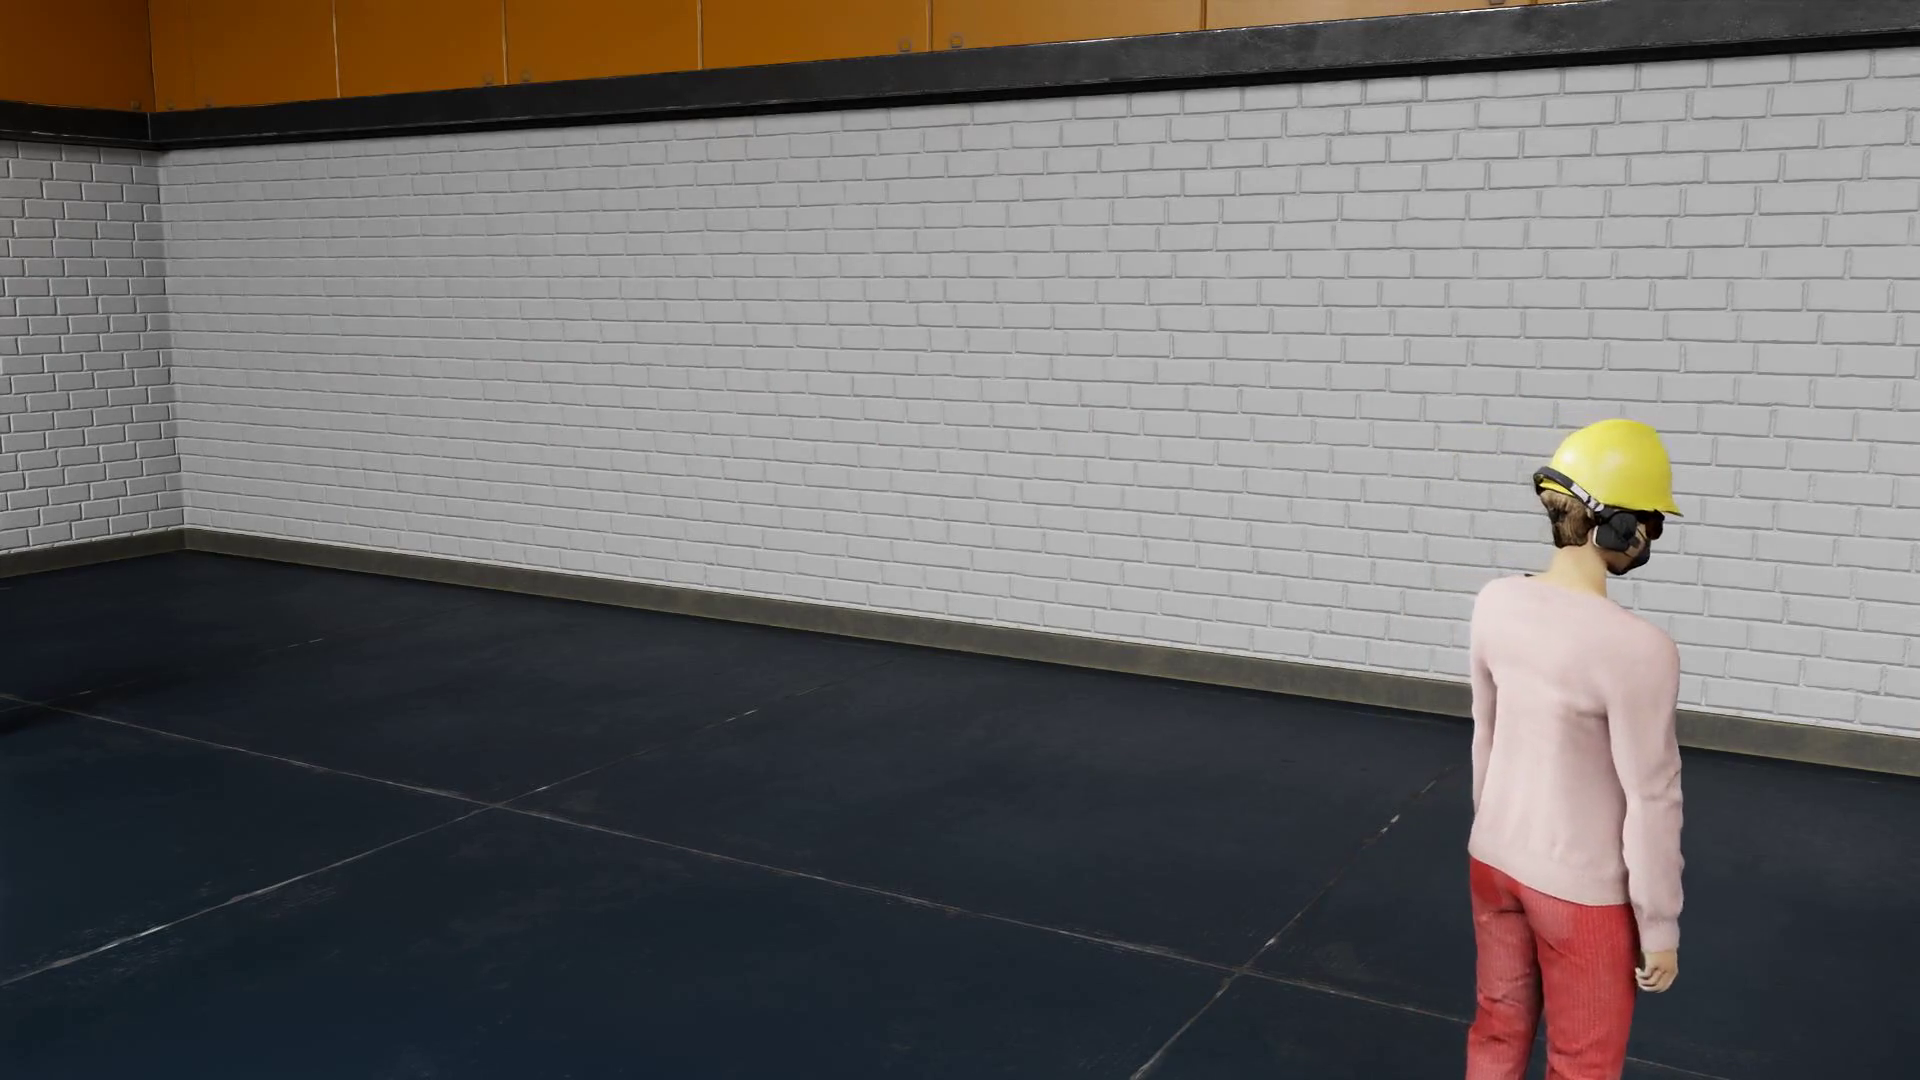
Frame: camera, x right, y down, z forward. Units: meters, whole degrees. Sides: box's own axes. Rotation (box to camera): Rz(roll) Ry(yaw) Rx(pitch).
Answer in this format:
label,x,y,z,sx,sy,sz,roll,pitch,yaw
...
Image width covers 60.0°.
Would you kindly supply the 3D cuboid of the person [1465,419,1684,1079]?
label,x,y,z,sx,sy,sz,roll,pitch,yaw
person,1.171,0.645,3.185,0.328,1.754,0.525,-3,10,-21
